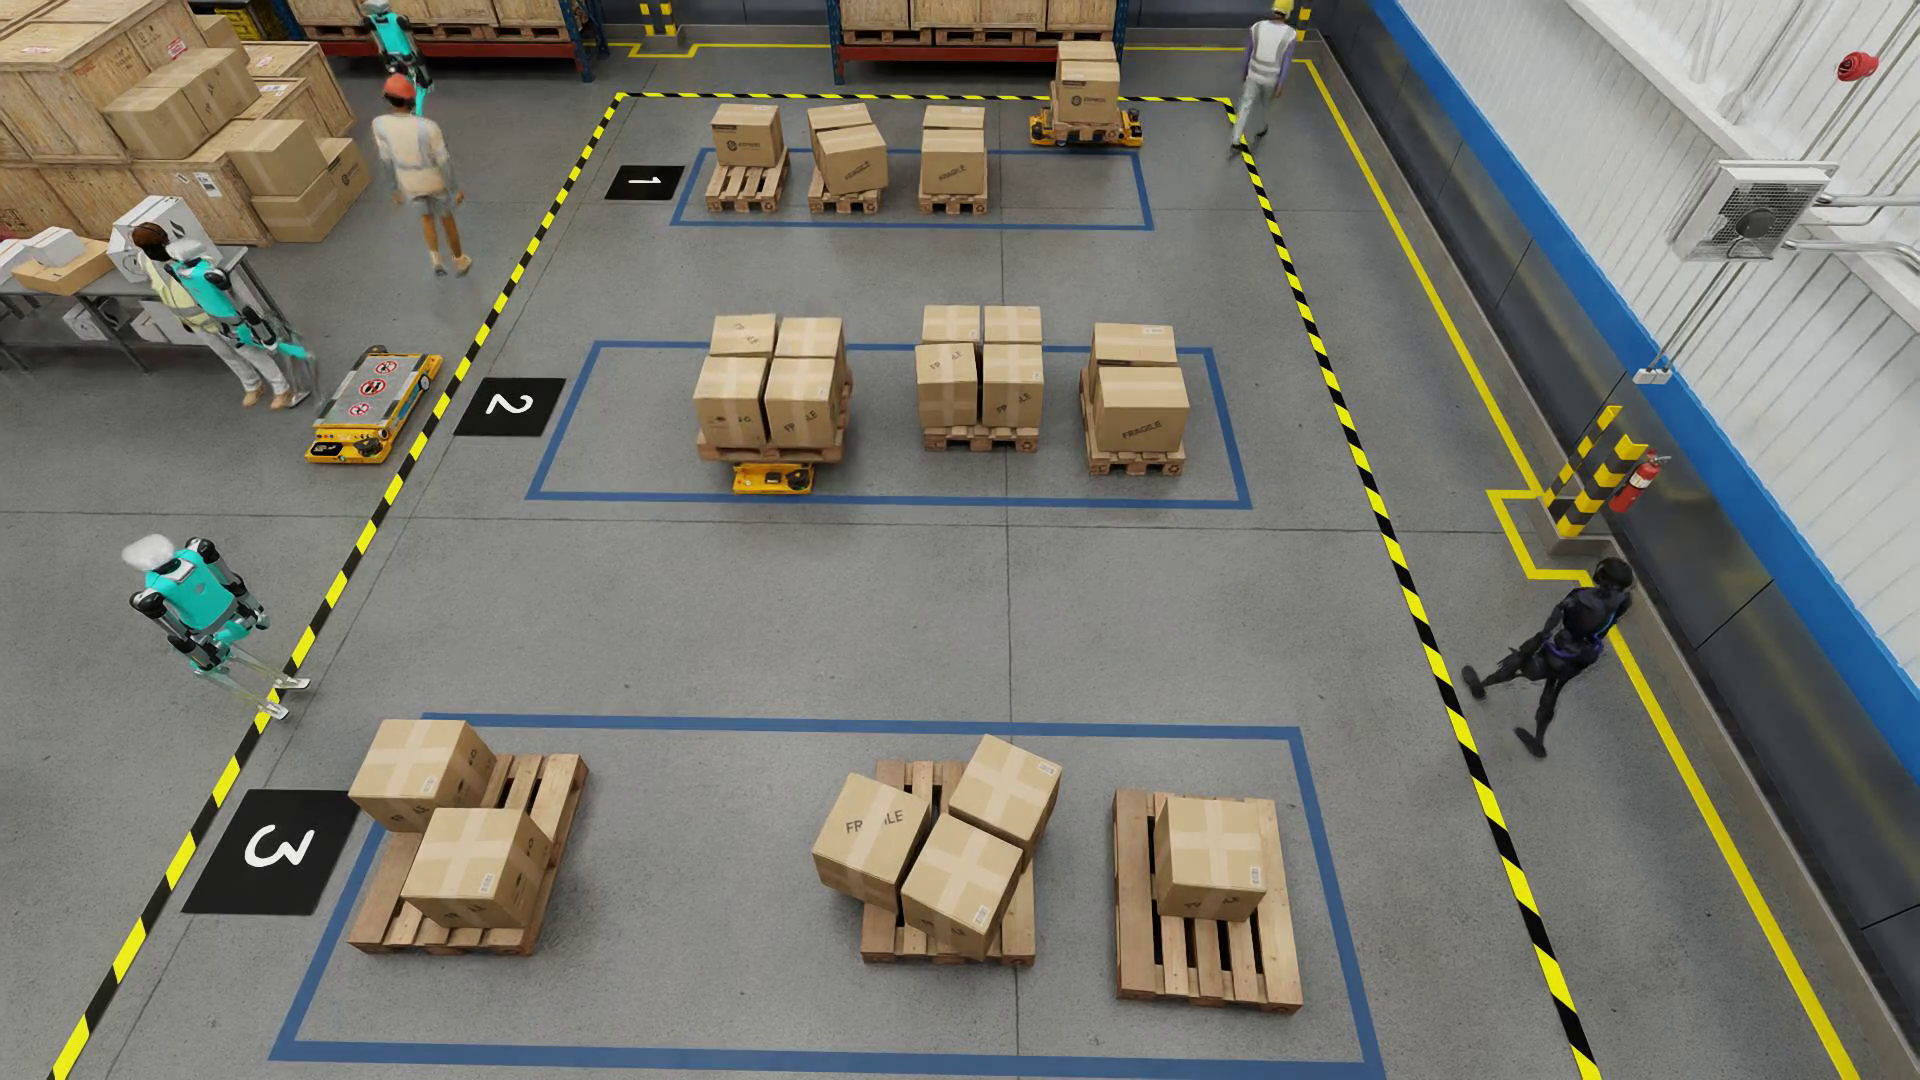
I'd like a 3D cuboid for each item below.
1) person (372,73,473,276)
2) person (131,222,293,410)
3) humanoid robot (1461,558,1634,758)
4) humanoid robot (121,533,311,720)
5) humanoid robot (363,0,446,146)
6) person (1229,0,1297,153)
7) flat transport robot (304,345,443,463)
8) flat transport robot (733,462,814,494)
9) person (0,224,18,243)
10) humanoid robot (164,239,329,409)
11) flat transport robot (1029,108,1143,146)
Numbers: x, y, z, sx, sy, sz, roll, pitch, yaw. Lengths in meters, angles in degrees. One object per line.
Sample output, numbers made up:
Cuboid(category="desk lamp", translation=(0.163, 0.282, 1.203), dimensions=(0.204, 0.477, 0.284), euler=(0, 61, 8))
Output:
Cuboid(category="person", translation=(-5.386, -3.616, 9.287), dimensions=(0.642, 2.004, 0.635), euler=(-5, 50, -4))
Cuboid(category="person", translation=(-6.497, -1.920, 7.968), dimensions=(0.625, 1.837, 0.430), euler=(6, 50, 5))
Cuboid(category="humanoid robot", translation=(3.828, 0.711, 5.871), dimensions=(0.611, 1.626, 0.760), euler=(-9, 50, -8))
Cuboid(category="humanoid robot", translation=(-4.849, 0.546, 5.855), dimensions=(0.735, 1.677, 0.533), euler=(9, 50, 8))
Cuboid(category="humanoid robot", translation=(-6.697, -5.426, 11.072), dimensions=(0.541, 1.898, 0.706), euler=(6, 50, 5))
Cuboid(category="person", translation=(3.707, -5.678, 11.173), dimensions=(0.600, 1.789, 0.938), euler=(27, 55, 21))
Cuboid(category="flat transport robot", translation=(-5.383, -1.269, 8.441), dimensions=(0.659, 0.231, 1.431), euler=(1, 50, 1))
Cuboid(category="flat transport robot", translation=(-1.588, -0.988, 8.185), dimensions=(0.652, 0.197, 1.431), euler=(1, 50, 1))
Cuboid(category="person", translation=(-9.988, -3.349, 9.121), dimensions=(0.372, 1.916, 0.596), euler=(6, 50, 5))
Cuboid(category="humanoid robot", translation=(-6.092, -1.875, 8.020), dimensions=(0.537, 1.840, 0.654), euler=(12, 51, 10))
Cuboid(category="flat transport robot", translation=(1.629, -5.376, 11.898), dimensions=(1.431, 0.197, 0.652), euler=(1, 50, 1))
